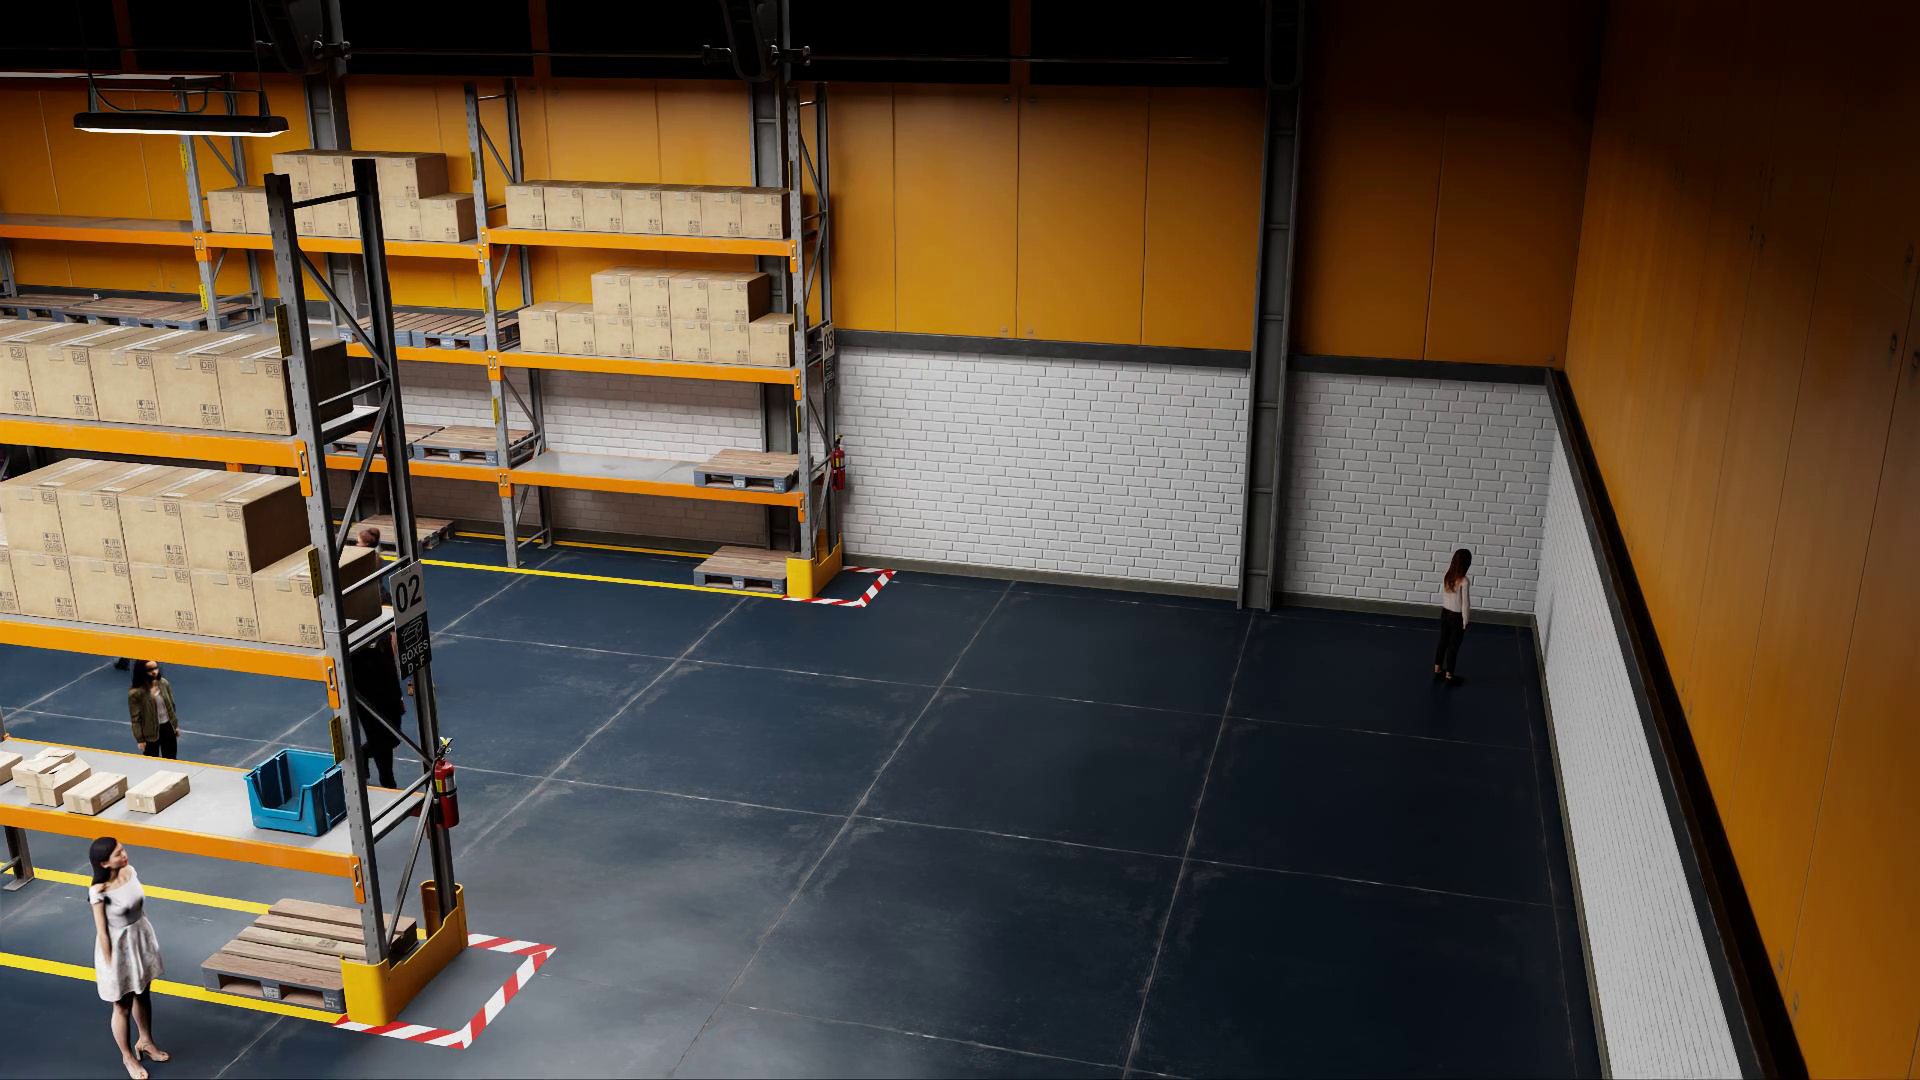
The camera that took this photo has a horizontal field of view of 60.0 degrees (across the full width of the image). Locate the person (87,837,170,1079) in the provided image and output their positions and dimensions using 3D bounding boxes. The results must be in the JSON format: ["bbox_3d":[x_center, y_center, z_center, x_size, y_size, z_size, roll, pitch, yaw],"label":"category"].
[{"bbox_3d":[-5.612,2.799,11.209,0.621,1.771,0.641,4,19,13],"label":"person"}]

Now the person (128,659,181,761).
[{"bbox_3d":[-7.196,1.719,14.880,0.562,1.474,0.618,10,21,27],"label":"person"}]

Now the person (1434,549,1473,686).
[{"bbox_3d":[5.218,0.803,17.588,0.643,1.482,0.604,-8,20,-22],"label":"person"}]

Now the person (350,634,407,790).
[{"bbox_3d":[-5.294,1.475,14.972,1.236,1.878,0.977,14,23,35],"label":"person"}]

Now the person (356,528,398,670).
[{"bbox_3d":[-6.186,0.673,17.669,0.699,1.677,0.673,-4,19,-13],"label":"person"}]
